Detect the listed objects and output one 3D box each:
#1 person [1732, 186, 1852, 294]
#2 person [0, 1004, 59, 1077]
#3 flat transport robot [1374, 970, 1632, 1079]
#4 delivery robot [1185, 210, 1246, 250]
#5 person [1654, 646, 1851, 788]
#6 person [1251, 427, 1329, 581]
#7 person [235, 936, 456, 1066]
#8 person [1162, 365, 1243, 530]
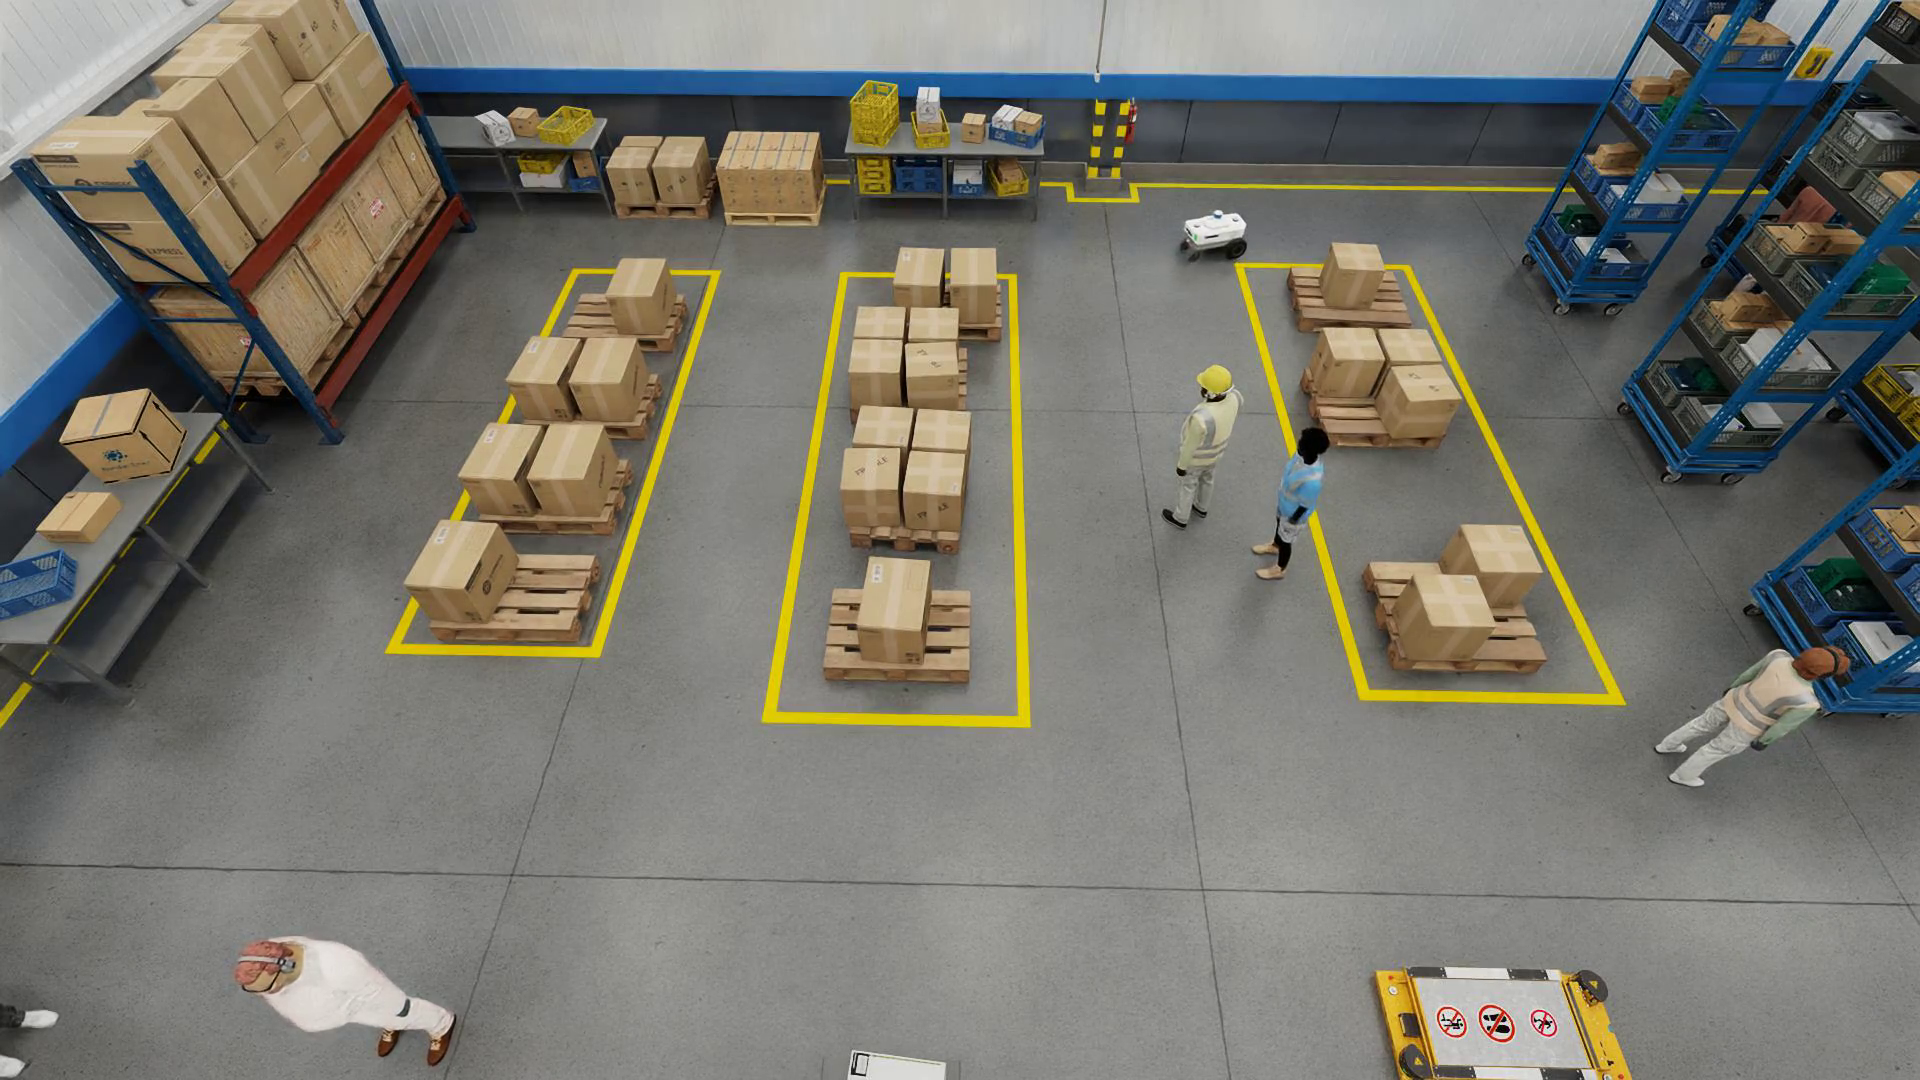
[{"bbox_3d":[9.070,-3.162,9.954,0.412,1.981,0.625,-20,54,-15],"label":"person"},{"bbox_3d":[-6.154,2.710,5.217,0.414,1.904,0.594,2,51,1],"label":"person"},{"bbox_3d":[3.501,3.133,5.914,1.431,0.197,0.652,1,51,1],"label":"flat transport robot"},{"bbox_3d":[3.153,-3.843,11.360,0.707,0.478,0.477,-12,52,-9],"label":"delivery robot"},{"bbox_3d":[5.649,1.254,6.578,0.315,1.632,0.515,4,51,3],"label":"person"},{"bbox_3d":[2.840,-0.311,7.813,0.321,1.691,0.542,4,51,4],"label":"person"},{"bbox_3d":[-3.515,2.651,5.269,0.647,1.900,0.401,7,51,5],"label":"person"},{"bbox_3d":[2.138,-0.816,8.142,0.591,1.827,0.403,-31,57,-23],"label":"person"}]
